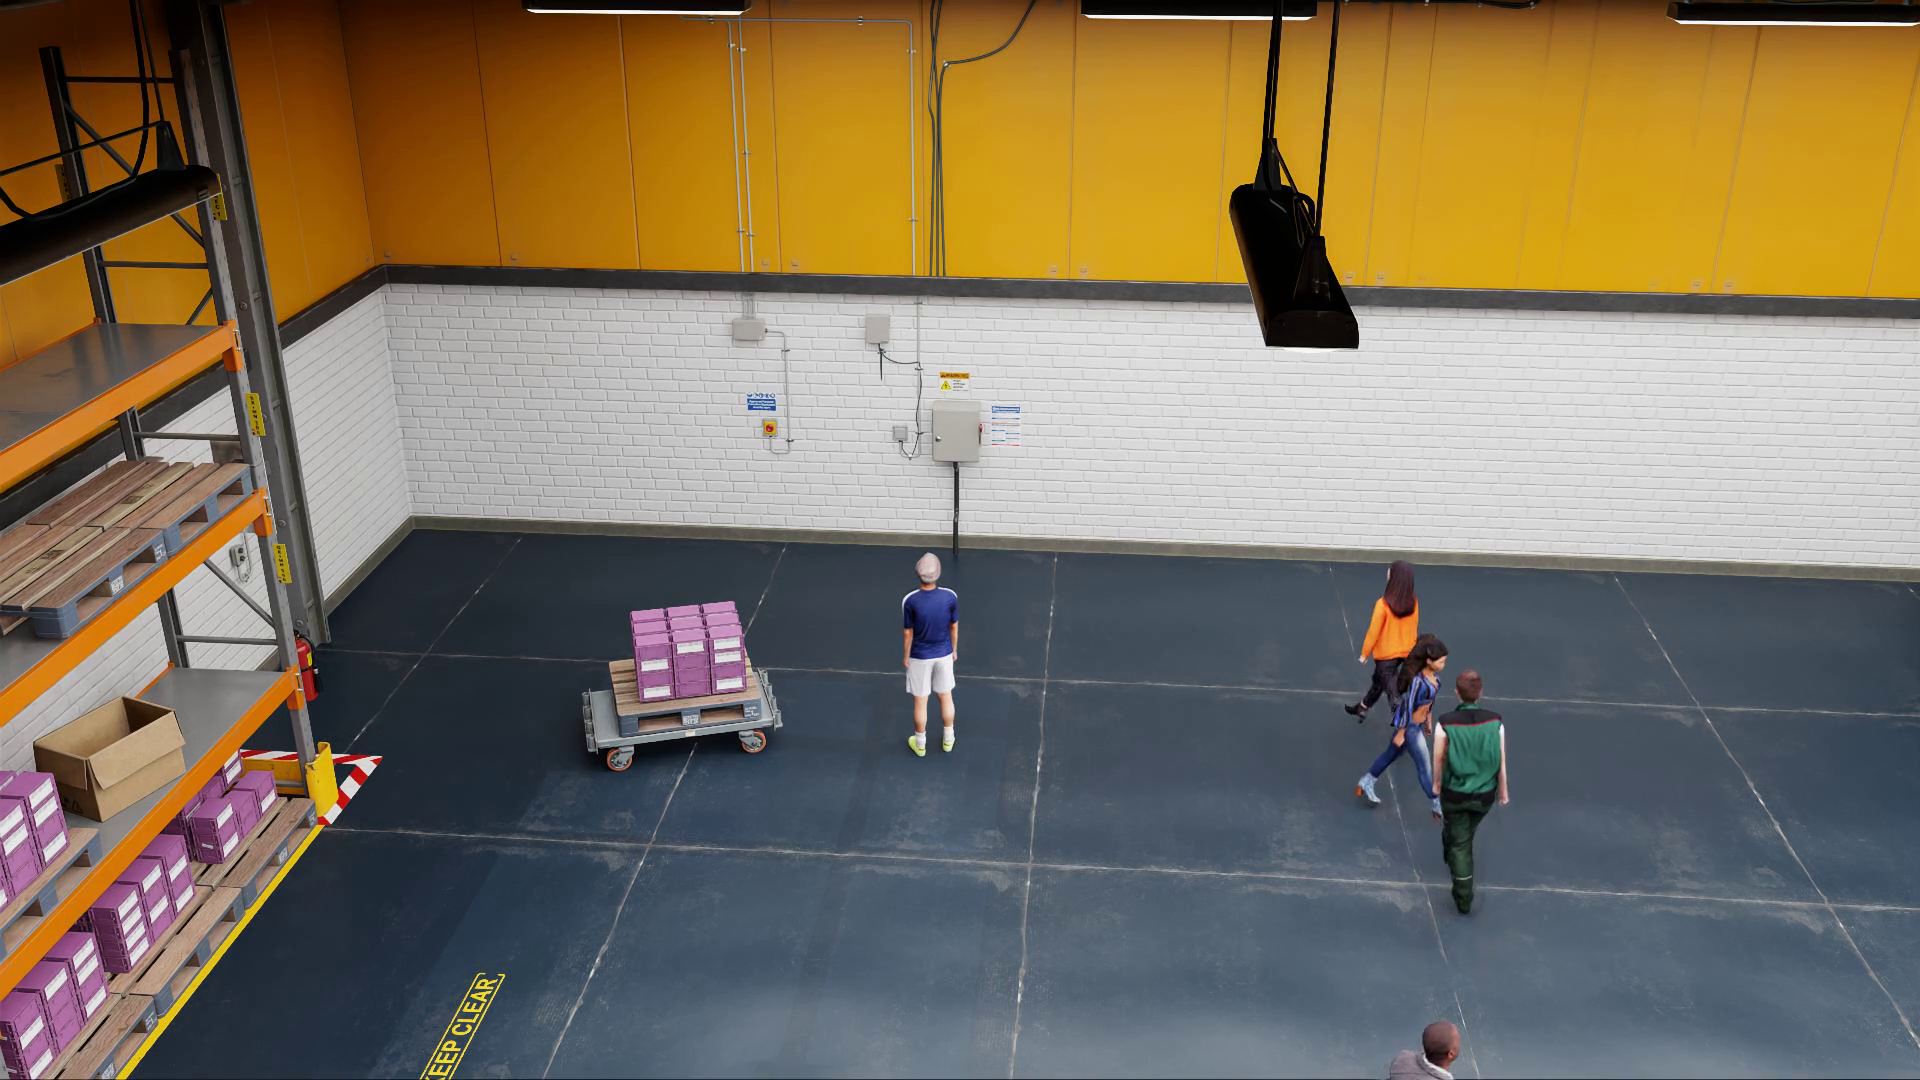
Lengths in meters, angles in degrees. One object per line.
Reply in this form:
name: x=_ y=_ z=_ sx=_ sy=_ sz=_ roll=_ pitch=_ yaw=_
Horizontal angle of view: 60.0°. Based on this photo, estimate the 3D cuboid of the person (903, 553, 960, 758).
person: x=-0.248 y=0.967 z=14.095 sx=0.706 sy=1.839 sz=0.677 roll=-6 pitch=24 yaw=-14

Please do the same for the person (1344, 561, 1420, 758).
person: x=3.718 y=1.038 z=14.108 sx=1.072 sy=1.697 sz=1.203 roll=-15 pitch=28 yaw=-30

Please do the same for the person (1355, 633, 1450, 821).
person: x=3.518 y=1.481 z=13.248 sx=0.971 sy=1.575 sz=1.108 roll=13 pitch=27 yaw=27

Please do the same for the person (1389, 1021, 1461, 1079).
person: x=2.391 y=3.322 z=8.748 sx=1.001 sy=1.806 sz=0.964 roll=-9 pitch=25 yaw=-21

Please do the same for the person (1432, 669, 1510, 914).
person: x=3.699 y=1.875 z=12.084 sx=0.750 sy=1.785 sz=1.092 roll=2 pitch=24 yaw=4
